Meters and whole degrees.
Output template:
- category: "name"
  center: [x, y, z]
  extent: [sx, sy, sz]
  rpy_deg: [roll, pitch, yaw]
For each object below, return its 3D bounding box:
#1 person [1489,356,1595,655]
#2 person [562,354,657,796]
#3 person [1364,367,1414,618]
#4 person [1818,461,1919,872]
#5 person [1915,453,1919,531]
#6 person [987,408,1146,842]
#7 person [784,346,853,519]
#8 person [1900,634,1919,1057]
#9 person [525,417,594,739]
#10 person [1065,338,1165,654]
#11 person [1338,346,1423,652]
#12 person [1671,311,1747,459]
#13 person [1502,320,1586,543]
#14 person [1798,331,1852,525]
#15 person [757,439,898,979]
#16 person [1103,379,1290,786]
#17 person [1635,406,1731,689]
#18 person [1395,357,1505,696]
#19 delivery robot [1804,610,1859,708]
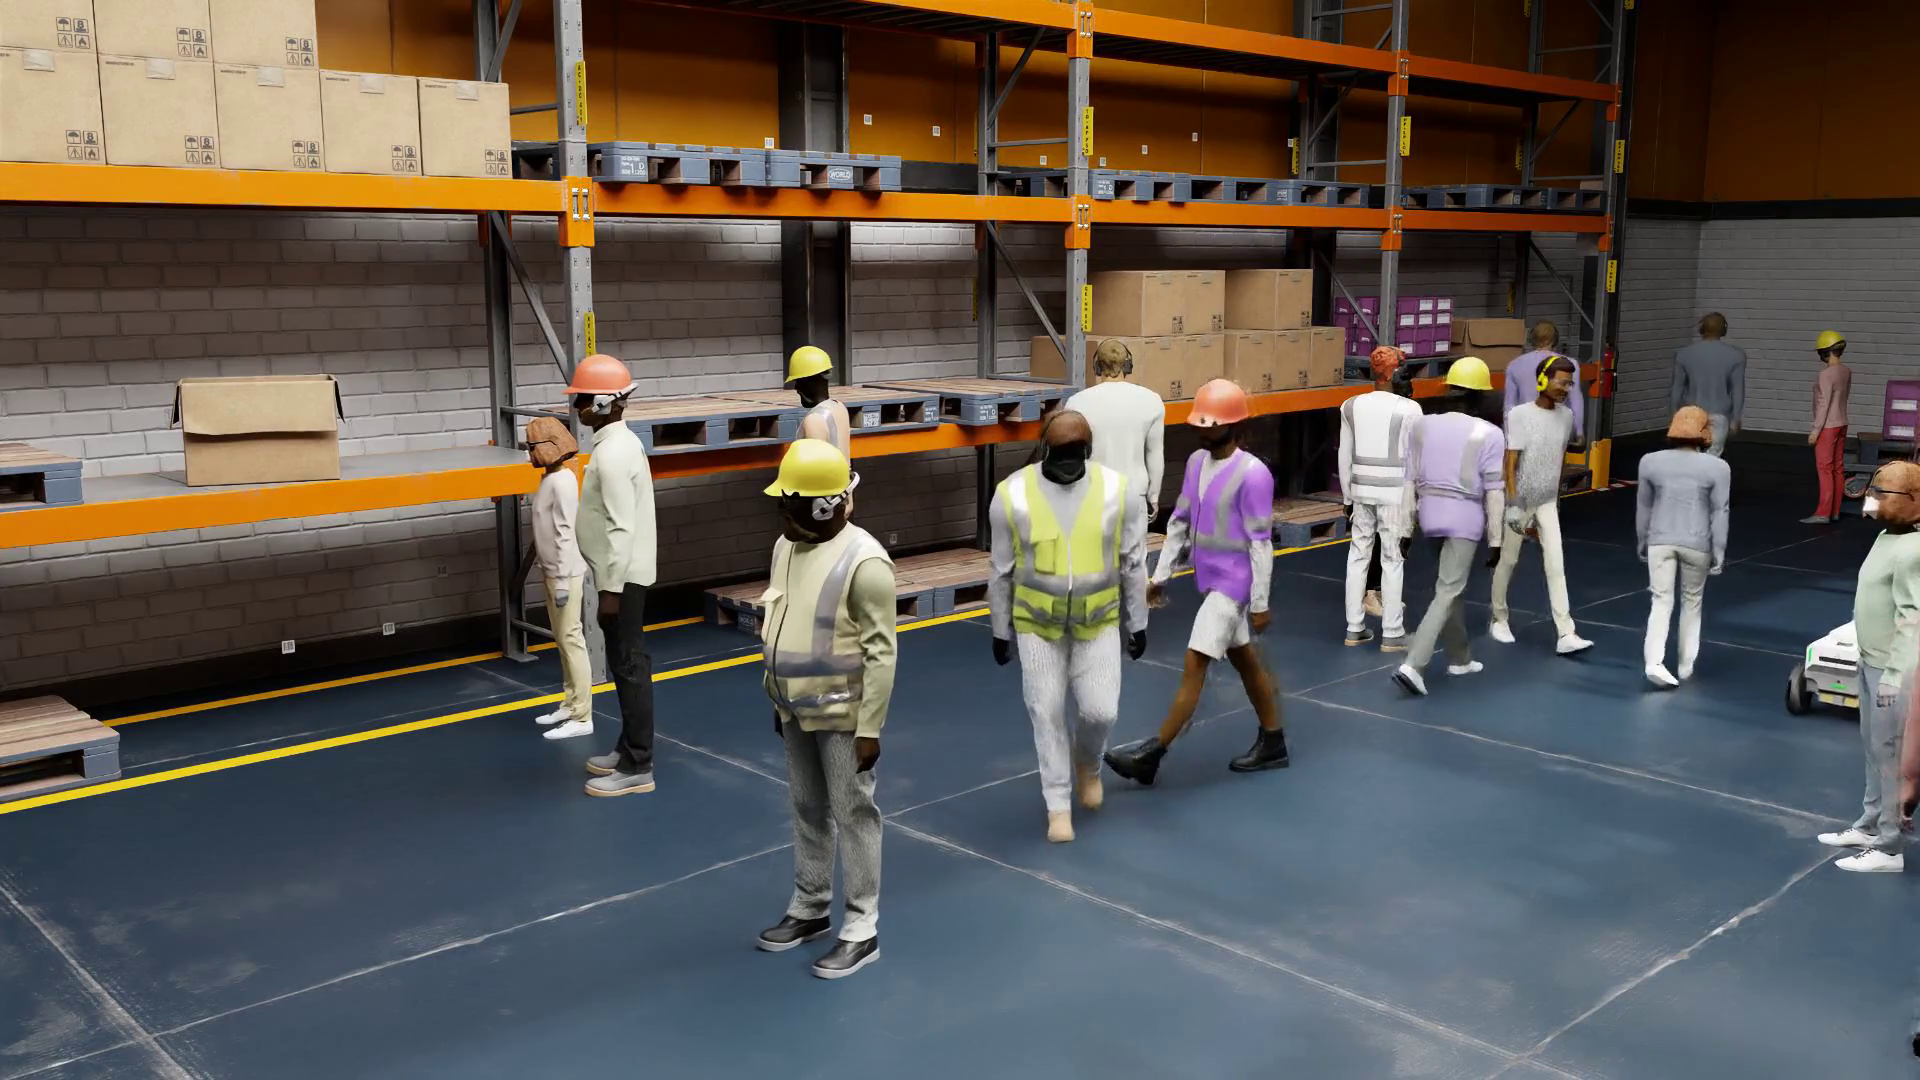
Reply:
- category: "person"
  center: [3.552, -0.201, 10.171]
  extent: [0.543, 1.813, 0.987]
  rpy_deg: [-2, 10, -11]
- category: "person"
  center: [-1.569, 0.160, 7.535]
  extent: [0.393, 1.995, 0.612]
  rpy_deg: [-1, 10, -7]
- category: "person"
  center: [2.906, -0.328, 11.266]
  extent: [0.318, 1.695, 0.539]
  rpy_deg: [6, 11, 31]
- category: "person"
  center: [3.661, 0.499, 6.603]
  extent: [0.280, 1.636, 0.504]
  rpy_deg: [3, 10, 17]
- category: "person"
  center: [7.644, -0.534, 12.736]
  extent: [0.703, 1.613, 0.520]
  rpy_deg: [2, 10, 9]
- category: "person"
  center: [0.441, 0.349, 6.939]
  extent: [0.665, 1.818, 0.484]
  rpy_deg: [0, 10, 0]
- category: "person"
  center: [-0.817, -0.162, 9.646]
  extent: [0.378, 1.918, 0.585]
  rpy_deg: [1, 10, 8]
- category: "person"
  center: [3.003, 0.754, 4.762]
  extent: [0.381, 1.743, 0.556]
  rpy_deg: [-6, 11, -31]
- category: "person"
  center: [-2.044, 0.187, 8.458]
  extent: [0.270, 1.627, 0.497]
  rpy_deg: [-4, 11, -24]
- category: "person"
  center: [0.930, -0.252, 10.126]
  extent: [0.627, 1.936, 0.375]
  rpy_deg: [-1, 10, -7]
- category: "person"
  center: [2.607, -0.251, 10.273]
  extent: [0.574, 1.883, 0.356]
  rpy_deg: [9, 13, 44]
- category: "person"
  center: [6.977, -1.171, 15.549]
  extent: [0.633, 1.923, 0.586]
  rpy_deg: [6, 11, 32]
- category: "person"
  center: [4.984, -0.936, 14.301]
  extent: [0.647, 1.892, 1.034]
  rpy_deg: [9, 13, 43]
- category: "person"
  center: [7.863, -1.012, 15.094]
  extent: [0.523, 1.760, 0.327]
  rpy_deg: [-8, 13, -39]
- category: "person"
  center: [-0.463, 0.564, 5.656]
  extent: [0.404, 1.829, 0.591]
  rpy_deg: [-8, 13, -40]
- category: "person"
  center: [1.129, 0.200, 7.624]
  extent: [1.038, 1.868, 0.557]
  rpy_deg: [-3, 10, -17]
- category: "person"
  center: [4.051, 0.045, 9.379]
  extent: [0.500, 1.596, 0.711]
  rpy_deg: [5, 11, 27]
- category: "person"
  center: [2.731, -0.084, 9.325]
  extent: [0.976, 1.886, 0.591]
  rpy_deg: [-8, 13, -40]
- category: "delivery robot"
  center: [4.772, 0.613, 8.823]
  extent: [0.477, 0.478, 0.707]
  rpy_deg: [9, 13, 44]
